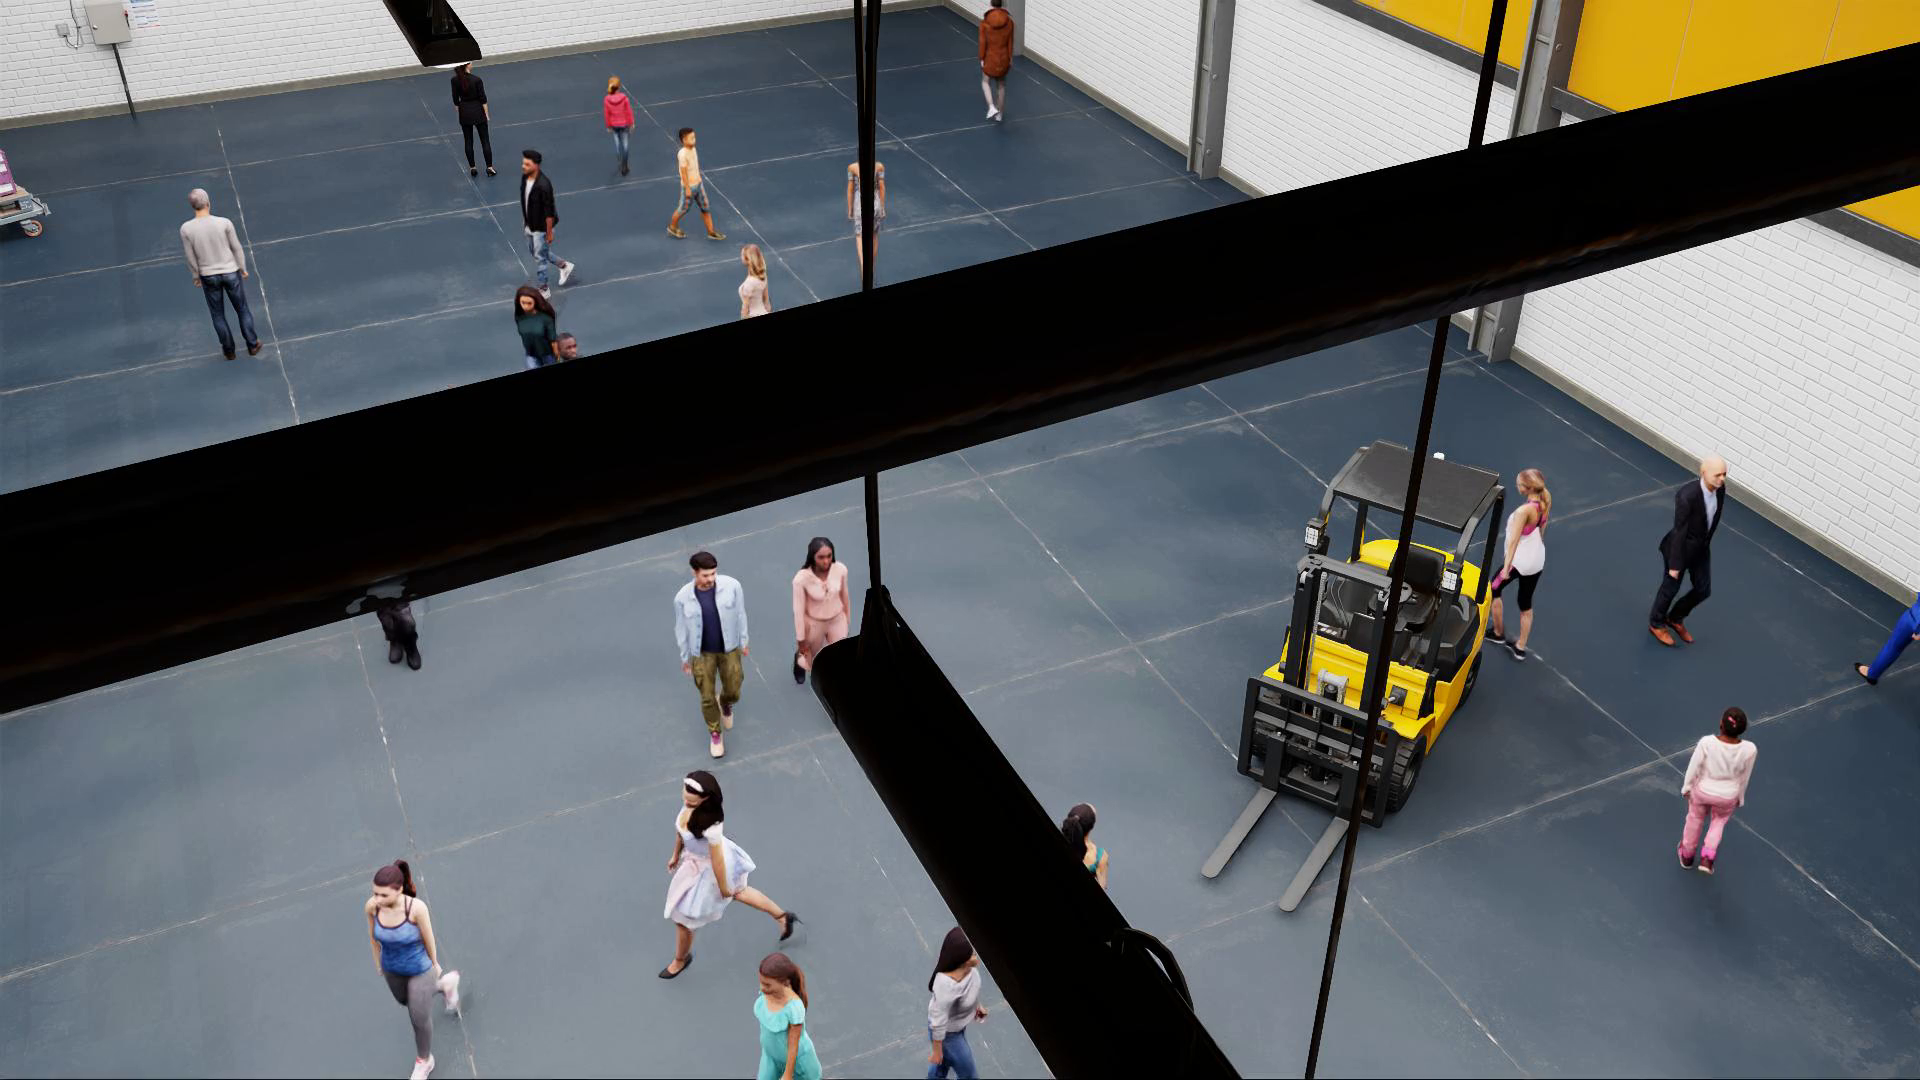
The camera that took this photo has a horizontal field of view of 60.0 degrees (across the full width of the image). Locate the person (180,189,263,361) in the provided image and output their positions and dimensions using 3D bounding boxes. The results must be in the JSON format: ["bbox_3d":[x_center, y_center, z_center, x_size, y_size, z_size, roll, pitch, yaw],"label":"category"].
[{"bbox_3d":[-8.029,-2.872,18.047,0.732,1.899,0.621,-12,36,-18],"label":"person"}]

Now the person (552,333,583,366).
[{"bbox_3d":[-3.620,-1.108,15.458,0.845,1.827,1.030,-25,41,-33],"label":"person"}]

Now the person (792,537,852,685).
[{"bbox_3d":[-1.096,0.661,12.914,0.647,1.697,1.031,-16,37,-23],"label":"person"}]

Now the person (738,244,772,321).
[{"bbox_3d":[-1.990,-2.132,17.039,1.098,1.780,1.063,10,35,15],"label":"person"}]

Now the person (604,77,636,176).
[{"bbox_3d":[-4.669,-5.643,22.760,0.709,1.296,0.841,2,34,3],"label":"person"}]

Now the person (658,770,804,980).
[{"bbox_3d":[-1.510,2.125,10.656,0.782,1.759,1.174,-9,35,-13],"label":"person"}]

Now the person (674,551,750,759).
[{"bbox_3d":[-1.880,0.788,12.632,0.799,1.798,0.857,-8,34,-11],"label":"person"}]

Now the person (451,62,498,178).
[{"bbox_3d":[-6.625,-5.751,22.594,0.681,1.660,0.688,1,34,1],"label":"person"}]

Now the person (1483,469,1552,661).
[{"bbox_3d":[4.621,0.240,13.489,0.776,1.761,0.742,-17,37,-24],"label":"person"}]

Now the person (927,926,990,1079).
[{"bbox_3d":[-0.137,2.829,9.726,0.783,1.614,0.711,8,34,12],"label":"person"}]

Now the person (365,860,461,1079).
[{"bbox_3d":[-3.330,2.558,10.157,0.935,1.589,1.053,7,34,11],"label":"person"}]

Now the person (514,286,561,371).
[{"bbox_3d":[-4.235,-1.898,16.886,0.952,1.561,1.196,3,34,4],"label":"person"}]

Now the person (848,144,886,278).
[{"bbox_3d":[-1.087,-3.819,19.558,0.794,1.803,1.005,-2,34,-4],"label":"person"}]

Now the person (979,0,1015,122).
[{"bbox_3d":[0.560,-7.006,24.331,0.767,1.827,0.833,-9,35,-13],"label":"person"}]

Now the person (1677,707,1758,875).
[{"bbox_3d":[5.230,1.764,11.490,0.749,1.436,0.810,11,35,16],"label":"person"}]

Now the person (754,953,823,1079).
[{"bbox_3d":[-0.925,2.940,9.634,0.773,1.532,0.999,-25,41,-32],"label":"person"}]

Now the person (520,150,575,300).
[{"bbox_3d":[-4.861,-3.724,19.420,0.892,1.797,0.962,-24,41,-32],"label":"person"}]

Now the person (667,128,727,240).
[{"bbox_3d":[-3.434,-4.443,20.831,1.021,1.433,0.954,11,35,16],"label":"person"}]

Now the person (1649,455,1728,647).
[{"bbox_3d":[5.961,0.050,13.752,0.706,1.787,0.641,-11,35,-17],"label":"person"}]

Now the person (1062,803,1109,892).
[{"bbox_3d":[0.673,2.380,10.389,0.996,1.630,1.076,10,35,15],"label":"person"}]
